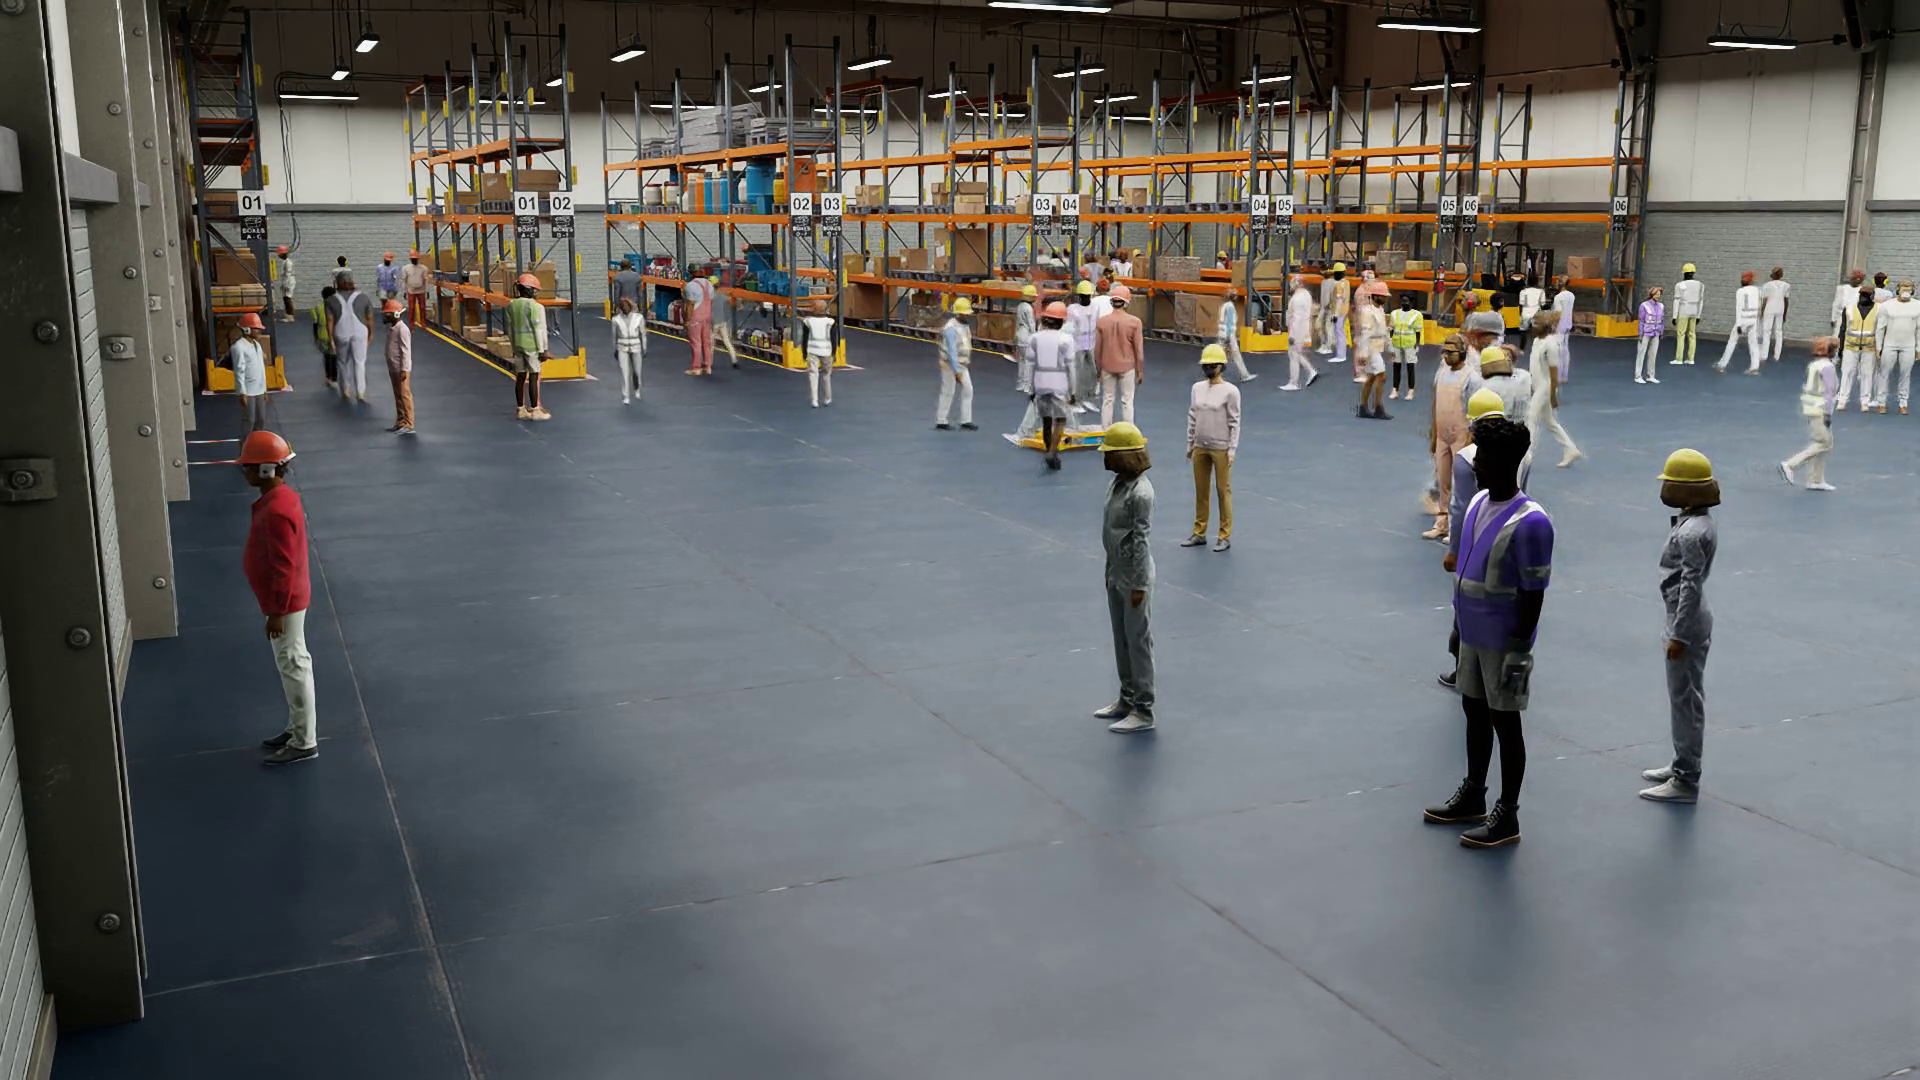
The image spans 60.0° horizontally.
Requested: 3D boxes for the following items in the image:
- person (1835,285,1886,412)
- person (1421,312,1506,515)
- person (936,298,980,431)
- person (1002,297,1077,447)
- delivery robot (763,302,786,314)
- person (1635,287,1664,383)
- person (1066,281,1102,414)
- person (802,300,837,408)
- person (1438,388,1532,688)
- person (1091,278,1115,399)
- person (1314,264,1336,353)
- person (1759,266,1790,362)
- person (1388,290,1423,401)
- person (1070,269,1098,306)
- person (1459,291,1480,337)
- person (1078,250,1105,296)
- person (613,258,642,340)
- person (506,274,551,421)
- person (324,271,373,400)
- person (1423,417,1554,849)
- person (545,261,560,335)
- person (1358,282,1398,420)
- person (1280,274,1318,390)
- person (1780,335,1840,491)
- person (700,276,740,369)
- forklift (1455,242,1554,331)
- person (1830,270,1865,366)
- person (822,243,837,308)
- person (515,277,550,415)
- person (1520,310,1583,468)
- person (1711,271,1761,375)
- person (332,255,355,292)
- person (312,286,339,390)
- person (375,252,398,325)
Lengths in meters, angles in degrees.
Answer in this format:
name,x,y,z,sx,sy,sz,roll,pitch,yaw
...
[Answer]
name,x,y,z,sx,sy,sz,roll,pitch,yaw
person,13.131,-2.790,24.226,0.624,1.840,0.430,7,13,31
person,4.694,-1.179,15.523,0.714,2.000,1.017,-10,15,-40
person,-0.033,-2.287,21.826,0.710,1.776,0.619,5,12,23
person,1.047,-2.033,20.335,1.009,1.853,0.602,-5,12,-25
delivery robot,-5.113,-6.453,45.873,0.477,0.478,0.707,-9,14,-40
person,11.706,-3.470,28.216,0.514,1.634,0.313,-4,12,-19
person,1.828,-2.758,23.872,0.630,1.910,0.530,-7,13,-32
person,-2.093,-2.773,24.759,0.529,1.595,0.847,1,11,3
person,3.153,0.001,10.066,0.600,1.827,0.404,-7,13,-31
person,2.214,-3.114,25.756,0.583,1.882,0.337,-2,11,-10
person,7.499,-4.736,34.116,0.464,1.846,0.488,-6,13,-28
person,15.793,-4.379,32.286,0.512,1.845,0.340,1,11,3
person,6.858,-2.995,25.648,0.534,1.694,0.320,9,14,37
person,2.624,-4.788,34.726,0.589,1.699,0.926,-4,12,-18
person,6.762,-2.362,22.026,0.388,1.847,0.563,4,12,21
person,2.981,-5.765,38.830,0.708,2.000,0.702,-4,12,-19
person,-6.943,-4.911,34.757,0.628,1.936,0.375,-7,13,-32
person,-6.002,-2.672,23.131,0.605,2.033,0.391,7,13,32
person,-9.436,-3.189,25.736,0.691,2.000,1.010,-4,12,-18
person,2.429,0.417,7.600,0.367,1.966,0.607,-3,11,-13
person,-9.686,-5.714,39.330,0.487,1.744,0.297,4,12,21
person,5.902,-2.629,23.212,0.718,1.911,0.564,7,13,30
person,5.515,-3.371,27.027,0.489,1.893,0.665,6,13,28
person,8.864,-1.309,17.247,0.490,1.616,0.532,3,11,14
person,-4.473,-4.020,30.774,0.903,1.723,0.525,8,13,34
forklift,13.047,-6.049,39.881,2.313,2.155,1.214,-5,12,-23
person,16.253,-4.014,30.426,0.669,1.848,0.444,10,15,41
person,-3.861,-7.862,49.470,0.608,2.048,0.365,7,13,33
person,-6.109,-2.752,23.683,0.623,1.983,0.426,6,13,27
person,6.604,-1.680,18.680,0.911,1.813,0.517,1,11,4
person,14.084,-3.909,29.919,0.592,1.833,0.967,-5,12,-22
person,-14.705,-5.856,39.729,0.514,1.872,0.328,-2,11,-11
person,-10.313,-3.328,27.358,0.557,1.670,0.666,-1,11,-4
person,-14.932,-6.565,43.344,0.604,1.882,0.970,-2,11,-9
